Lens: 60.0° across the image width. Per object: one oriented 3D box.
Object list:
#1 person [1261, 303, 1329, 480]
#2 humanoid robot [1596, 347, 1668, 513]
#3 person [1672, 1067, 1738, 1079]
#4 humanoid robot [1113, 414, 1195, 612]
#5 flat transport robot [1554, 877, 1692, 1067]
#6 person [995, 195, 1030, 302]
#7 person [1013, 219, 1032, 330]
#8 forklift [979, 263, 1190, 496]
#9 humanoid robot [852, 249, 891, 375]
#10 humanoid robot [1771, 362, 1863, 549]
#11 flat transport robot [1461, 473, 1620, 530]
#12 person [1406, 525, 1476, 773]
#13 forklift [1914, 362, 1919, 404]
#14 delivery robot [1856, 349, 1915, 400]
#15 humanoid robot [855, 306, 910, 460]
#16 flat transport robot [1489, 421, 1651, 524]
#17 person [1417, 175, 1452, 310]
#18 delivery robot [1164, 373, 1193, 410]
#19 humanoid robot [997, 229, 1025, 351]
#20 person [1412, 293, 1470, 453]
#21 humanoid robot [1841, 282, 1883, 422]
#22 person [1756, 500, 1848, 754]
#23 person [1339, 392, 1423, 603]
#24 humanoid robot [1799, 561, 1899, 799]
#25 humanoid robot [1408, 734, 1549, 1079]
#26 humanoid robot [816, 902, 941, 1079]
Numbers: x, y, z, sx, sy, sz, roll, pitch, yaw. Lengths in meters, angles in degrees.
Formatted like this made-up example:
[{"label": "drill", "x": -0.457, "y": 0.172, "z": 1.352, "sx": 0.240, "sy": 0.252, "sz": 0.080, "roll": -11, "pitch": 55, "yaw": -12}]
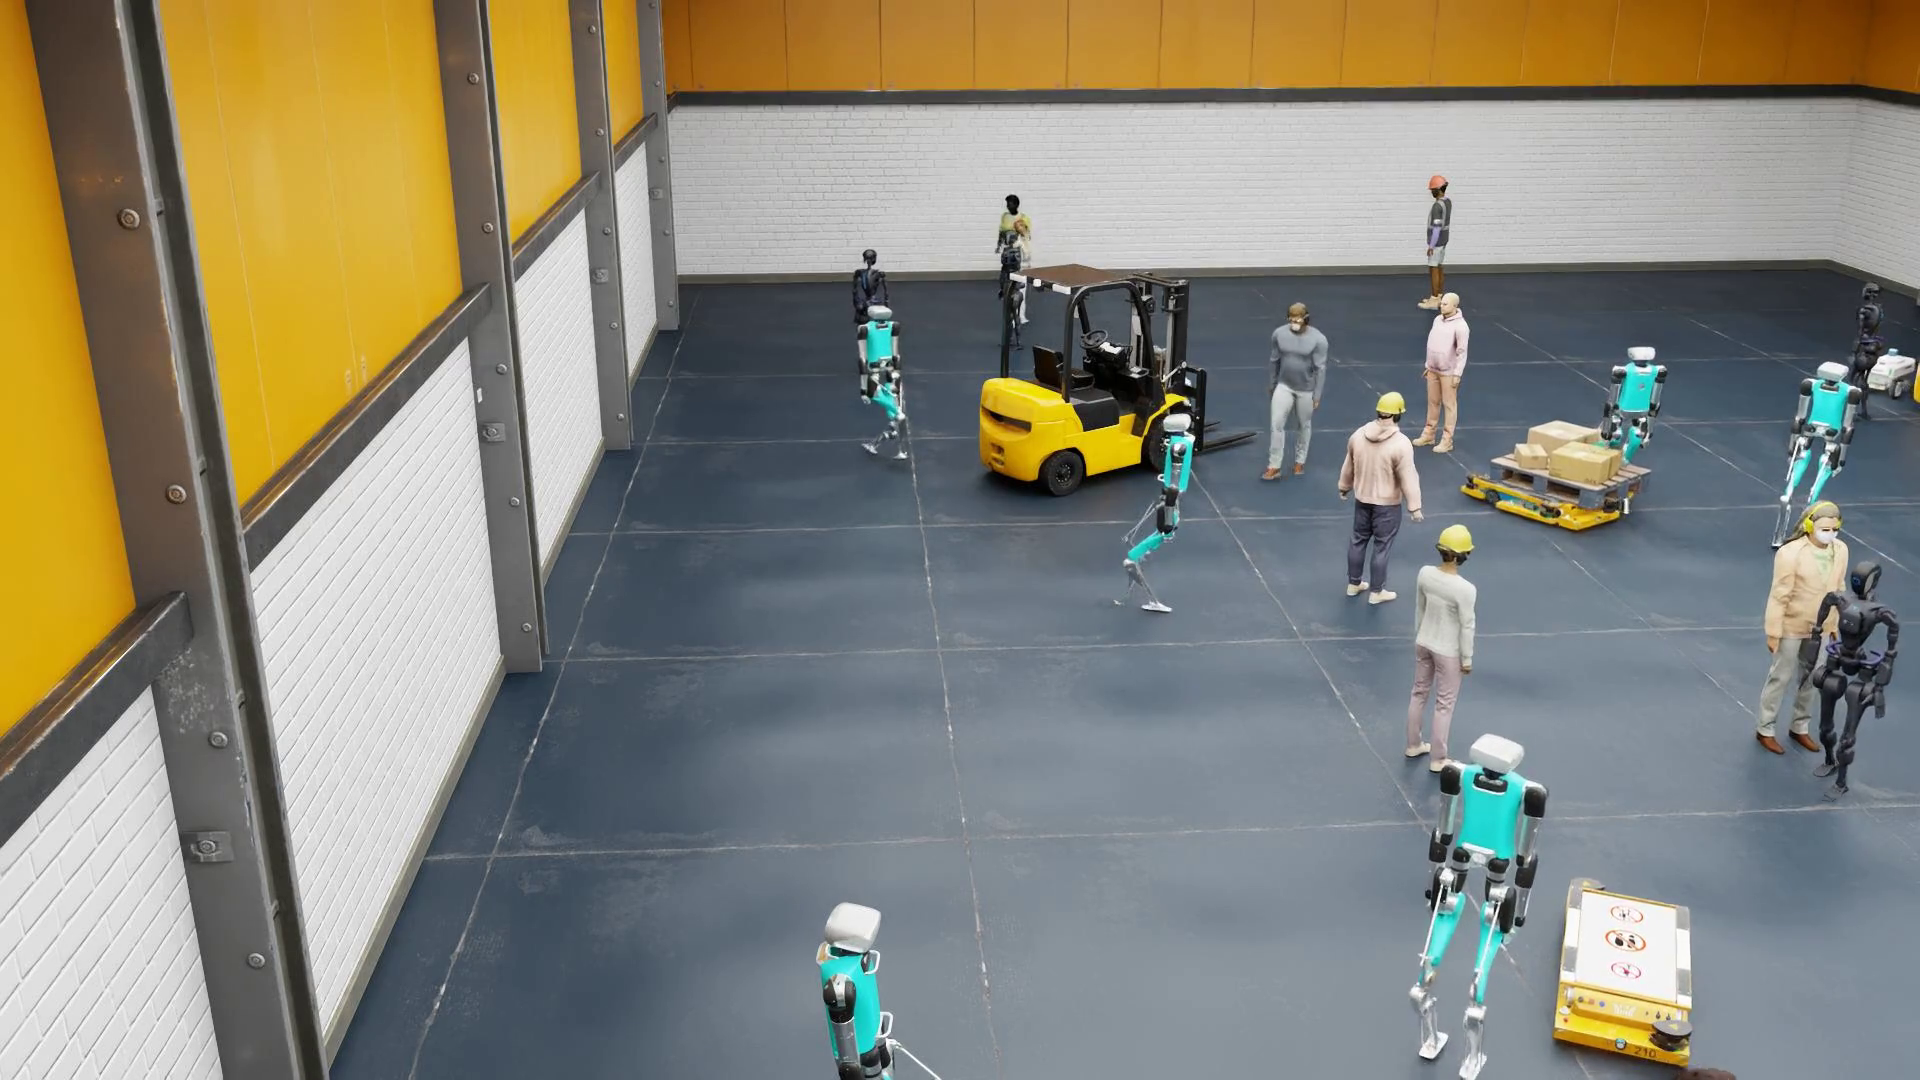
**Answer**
[{"label": "person", "x": 3.517, "y": -1.550, "z": 17.477, "sx": 0.660, "sy": 1.898, "sz": 0.830, "roll": 11, "pitch": 23, "yaw": 27}, {"label": "humanoid robot", "x": 6.556, "y": -1.098, "z": 16.535, "sx": 0.543, "sy": 1.802, "sz": 0.809, "roll": 0, "pitch": 20, "yaw": -1}, {"label": "person", "x": 2.536, "y": 2.667, "z": 6.230, "sx": 0.447, "sy": 1.742, "sz": 0.586, "roll": -8, "pitch": 22, "yaw": -21}, {"label": "humanoid robot", "x": 1.561, "y": -0.157, "z": 14.079, "sx": 0.780, "sy": 1.885, "sz": 0.545, "roll": 4, "pitch": 21, "yaw": 12}, {"label": "flat transport robot", "x": 3.678, "y": 2.357, "z": 9.206, "sx": 0.659, "sy": 0.231, "sz": 1.431, "roll": 8, "pitch": 22, "yaw": 20}, {"label": "person", "x": 0.775, "y": -4.546, "z": 25.983, "sx": 0.797, "sy": 1.661, "sz": 0.522, "roll": -18, "pitch": 27, "yaw": -40}, {"label": "person", "x": 0.913, "y": -3.913, "z": 24.334, "sx": 0.325, "sy": 1.611, "sz": 0.648, "roll": 11, "pitch": 23, "yaw": 27}, {"label": "forklift", "x": 1.315, "y": -1.764, "z": 17.646, "sx": 2.313, "sy": 2.155, "sz": 1.214, "roll": -14, "pitch": 24, "yaw": -33}, {"label": "humanoid robot", "x": -1.166, "y": -3.005, "z": 21.839, "sx": 0.593, "sy": 1.622, "sz": 0.785, "roll": 10, "pitch": 22, "yaw": 26}, {"label": "humanoid robot", "x": 7.912, "y": -0.720, "z": 15.499, "sx": 0.540, "sy": 1.806, "sz": 0.857, "roll": 17, "pitch": 26, "yaw": 39}, {"label": "flat transport robot", "x": 5.850, "y": -0.431, "z": 16.803, "sx": 0.659, "sy": 0.231, "sz": 1.431, "roll": -13, "pitch": 24, "yaw": -31}, {"label": "person", "x": 3.327, "y": 0.738, "z": 11.456, "sx": 0.332, "sy": 1.760, "sz": 0.525, "roll": -10, "pitch": 23, "yaw": -26}, {"label": "forklift", "x": 12.602, "y": -2.435, "z": 19.475, "sx": 2.313, "sy": 2.155, "sz": 1.214, "roll": -1, "pitch": 20, "yaw": -4}, {"label": "delivery robot", "x": 11.690, "y": -2.097, "z": 20.938, "sx": 0.807, "sy": 0.603, "sz": 0.499, "roll": -16, "pitch": 25, "yaw": -36}, {"label": "humanoid robot", "x": -0.740, "y": -1.621, "z": 17.988, "sx": 0.546, "sy": 1.745, "sz": 1.075, "roll": -15, "pitch": 25, "yaw": -35}, {"label": "flat transport robot", "x": 6.147, "y": -0.452, "z": 16.858, "sx": 1.431, "sy": 0.231, "sz": 0.659, "roll": -15, "pitch": 25, "yaw": -35}, {"label": "person", "x": 7.278, "y": -4.563, "z": 25.507, "sx": 0.401, "sy": 2.029, "sz": 0.610, "roll": 12, "pitch": 23, "yaw": 29}, {"label": "delivery robot", "x": 2.401, "y": -1.784, "z": 20.058, "sx": 0.765, "sy": 0.583, "sz": 0.499, "roll": -3, "pitch": 20, "yaw": -7}, {"label": "humanoid robot", "x": 0.717, "y": -3.465, "z": 23.004, "sx": 0.315, "sy": 1.657, "sz": 0.599, "roll": -8, "pitch": 22, "yaw": -20}, {"label": "person", "x": 5.406, "y": -1.875, "z": 18.537, "sx": 0.404, "sy": 1.784, "sz": 0.525, "roll": -11, "pitch": 23, "yaw": -28}, {"label": "humanoid robot", "x": 10.677, "y": -2.213, "z": 19.630, "sx": 0.609, "sy": 1.641, "sz": 0.328, "roll": -18, "pitch": 27, "yaw": -40}, {"label": "person", "x": 5.903, "y": 0.601, "z": 11.685, "sx": 0.567, "sy": 1.866, "sz": 0.412, "roll": -4, "pitch": 20, "yaw": -10}, {"label": "person", "x": 3.589, "y": -0.356, "z": 14.301, "sx": 0.436, "sy": 1.856, "sz": 0.814, "roll": -17, "pitch": 26, "yaw": -39}, {"label": "humanoid robot", "x": 5.987, "y": 0.896, "z": 11.169, "sx": 0.468, "sy": 1.640, "sz": 0.583, "roll": -15, "pitch": 25, "yaw": -36}, {"label": "humanoid robot", "x": 2.535, "y": 1.883, "z": 8.333, "sx": 0.530, "sy": 1.751, "sz": 0.716, "roll": 13, "pitch": 24, "yaw": 31}, {"label": "humanoid robot", "x": -0.218, "y": 2.302, "z": 7.030, "sx": 0.735, "sy": 1.677, "sz": 0.533, "roll": 1, "pitch": 20, "yaw": 3}]
